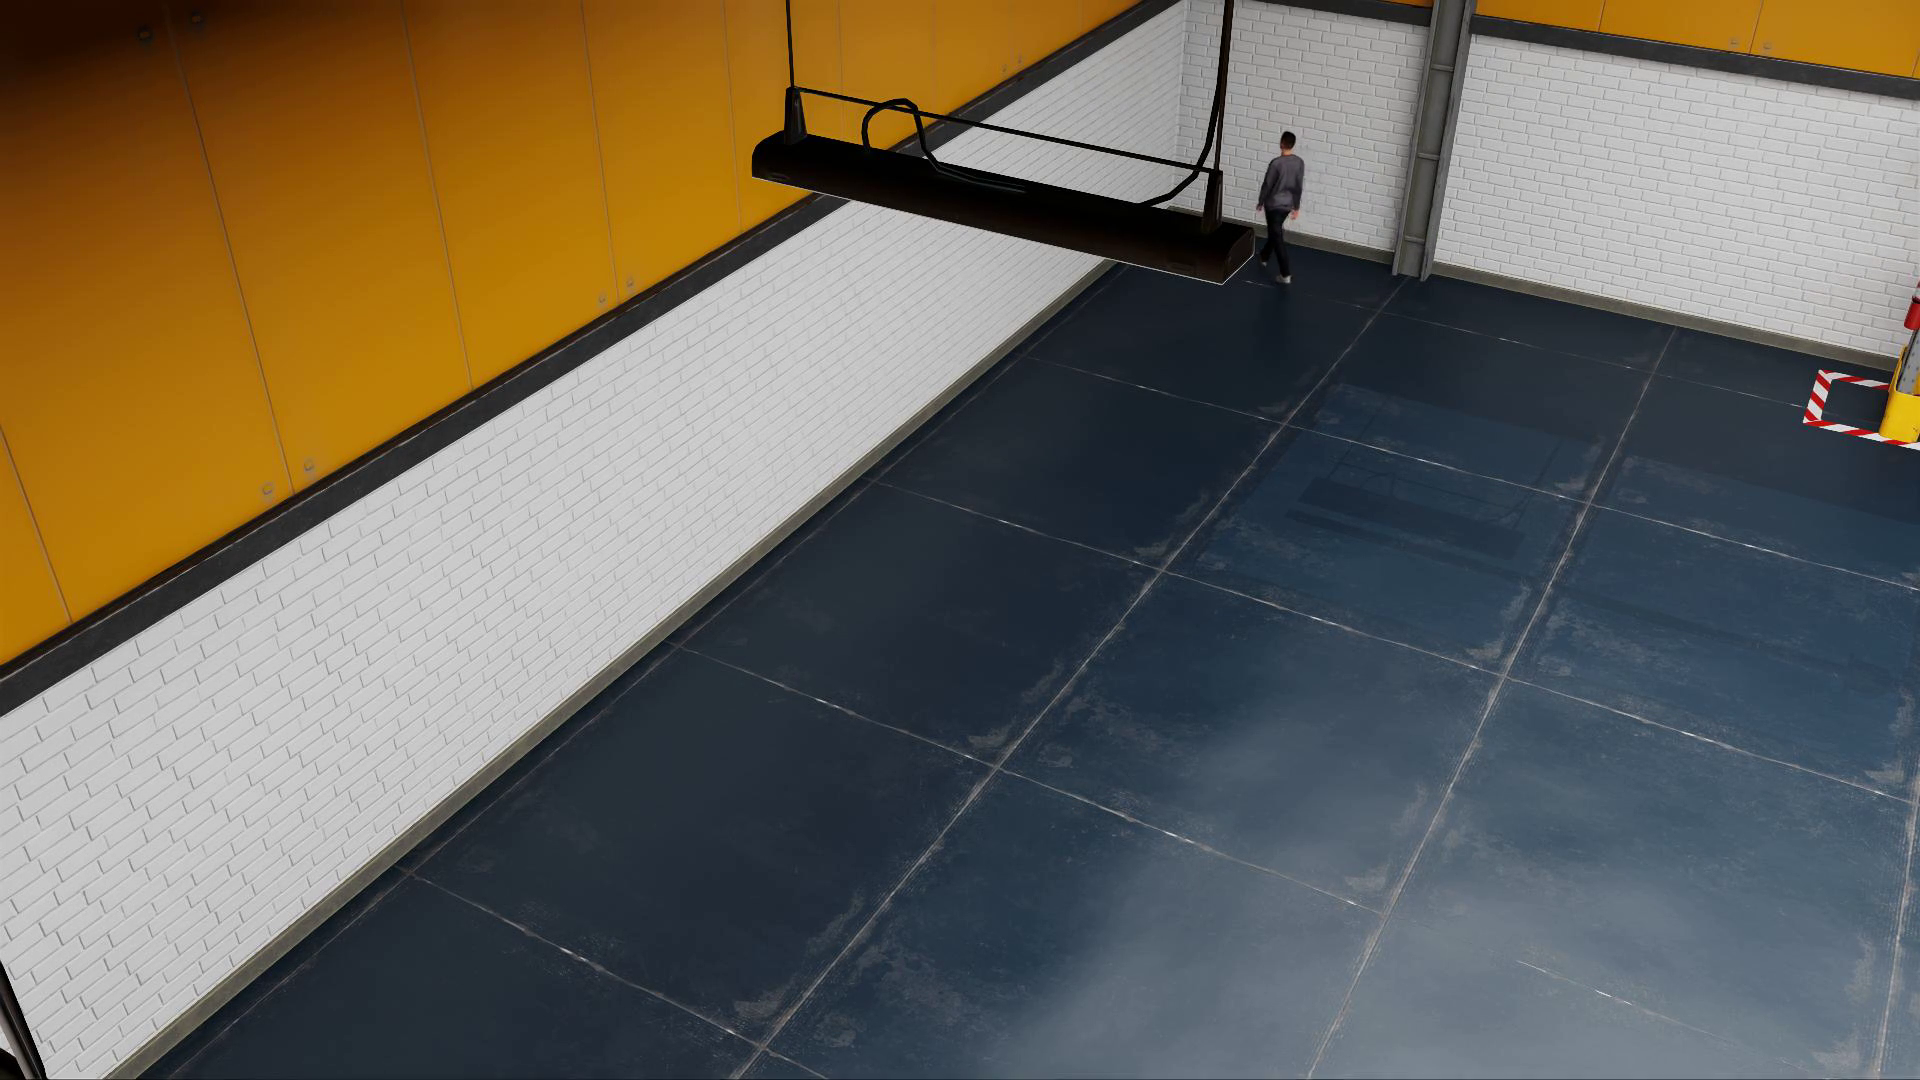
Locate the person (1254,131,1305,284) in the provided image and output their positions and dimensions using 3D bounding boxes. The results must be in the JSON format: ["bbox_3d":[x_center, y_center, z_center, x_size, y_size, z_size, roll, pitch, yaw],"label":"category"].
[{"bbox_3d":[3.711,-3.797,19.176,1.047,1.720,1.226,-14,36,-20],"label":"person"}]
